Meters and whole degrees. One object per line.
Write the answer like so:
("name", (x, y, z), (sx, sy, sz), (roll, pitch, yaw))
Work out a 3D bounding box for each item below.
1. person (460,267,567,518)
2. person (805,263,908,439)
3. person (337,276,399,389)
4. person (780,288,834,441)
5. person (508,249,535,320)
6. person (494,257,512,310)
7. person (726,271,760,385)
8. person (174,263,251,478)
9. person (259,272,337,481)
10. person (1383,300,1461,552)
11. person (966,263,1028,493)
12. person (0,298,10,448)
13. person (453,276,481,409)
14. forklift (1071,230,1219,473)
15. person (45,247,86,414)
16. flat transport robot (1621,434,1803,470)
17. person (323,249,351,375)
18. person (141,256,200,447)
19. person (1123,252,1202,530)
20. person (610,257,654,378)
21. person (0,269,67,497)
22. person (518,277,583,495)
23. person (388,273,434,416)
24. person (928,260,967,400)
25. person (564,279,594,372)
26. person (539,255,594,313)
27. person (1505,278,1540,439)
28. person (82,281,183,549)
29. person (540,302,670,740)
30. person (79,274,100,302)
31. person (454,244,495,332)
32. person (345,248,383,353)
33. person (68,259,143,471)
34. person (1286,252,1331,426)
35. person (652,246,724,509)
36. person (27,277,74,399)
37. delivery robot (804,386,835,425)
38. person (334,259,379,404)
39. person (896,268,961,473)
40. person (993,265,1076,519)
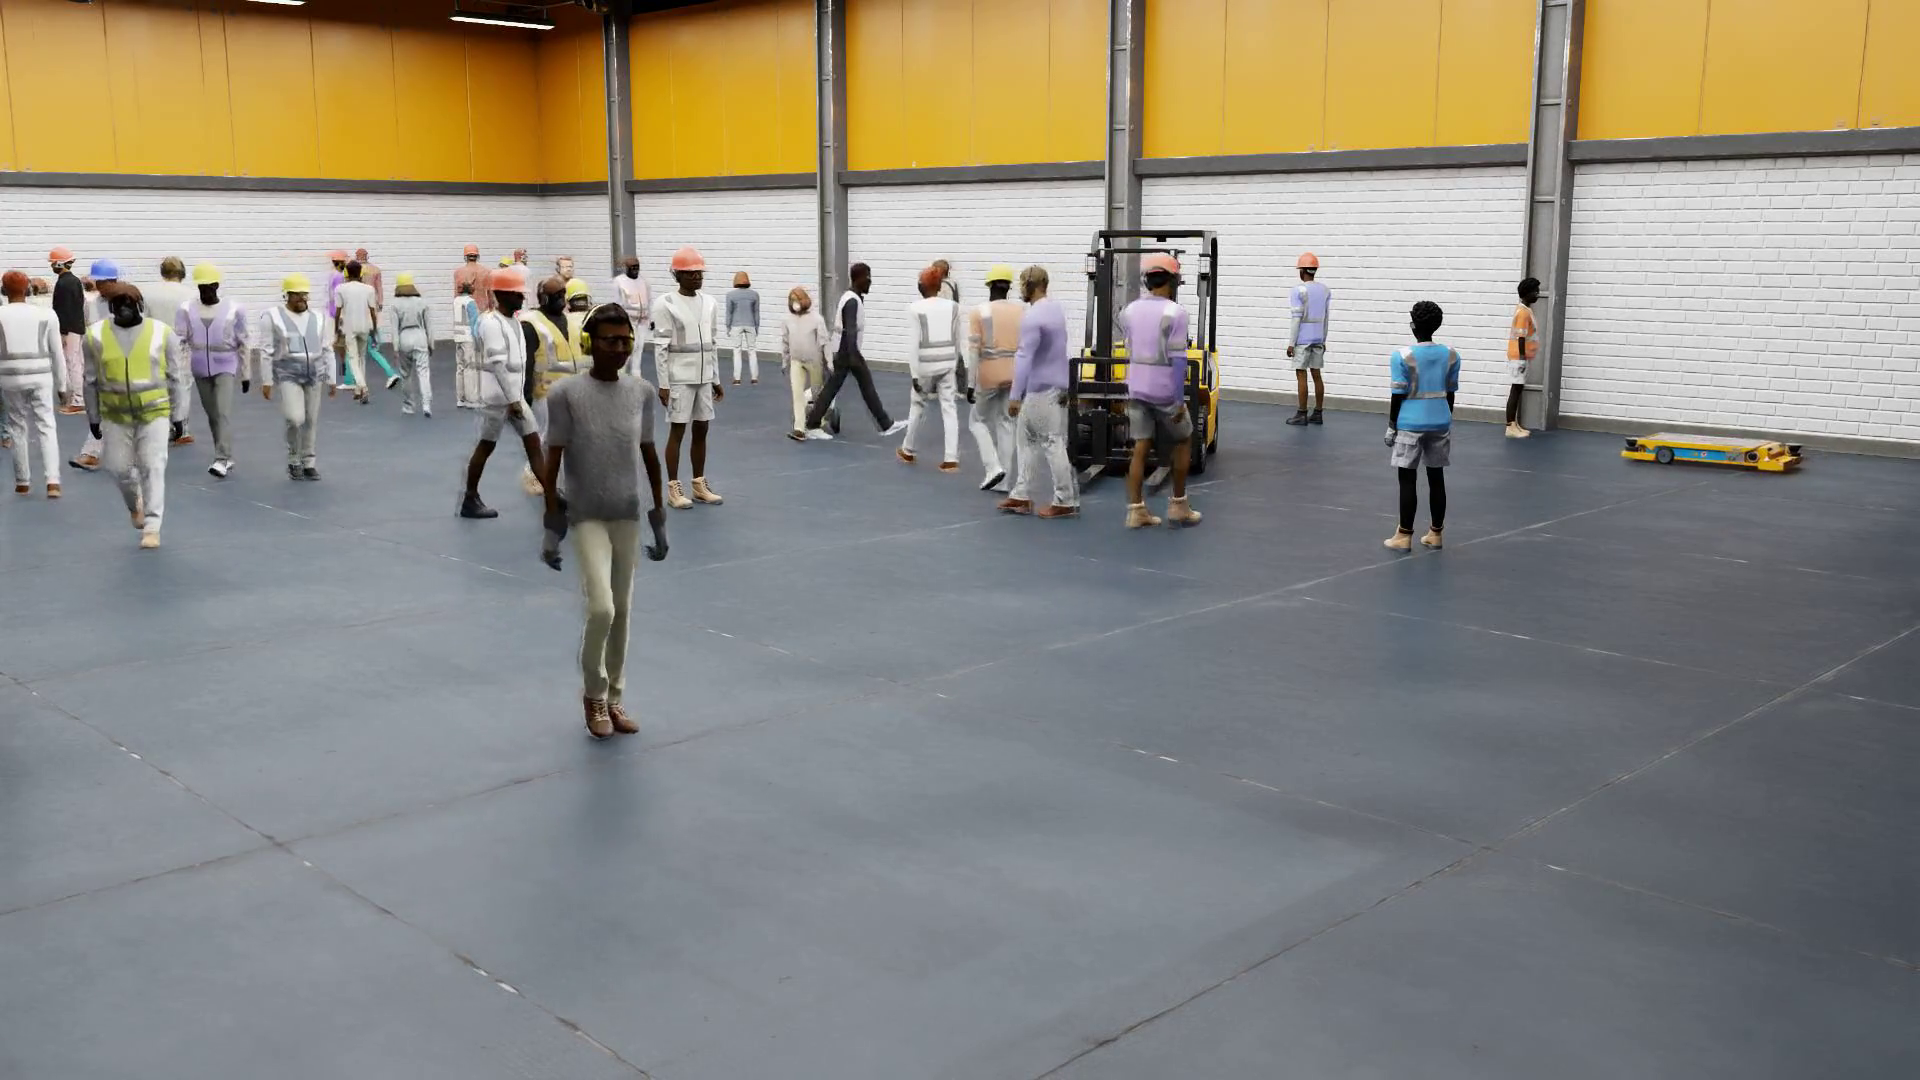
("person", (-3.346, -1.086, 12.477), (1.009, 1.881, 0.566), (2, 11, 13))
("person", (-1.115, -1.980, 17.508), (1.121, 1.838, 0.618), (0, 10, 0))
("person", (-8.231, -2.934, 22.992), (0.839, 1.732, 0.523), (2, 11, 12))
("person", (-1.590, -1.820, 17.300), (0.609, 1.571, 0.852), (2, 11, 12))
("person", (-7.434, -3.988, 28.263), (0.652, 1.904, 0.402), (8, 13, 37))
("person", (-7.793, -3.983, 28.649), (0.522, 1.759, 0.349), (5, 11, 24))
("person", (-3.100, -3.034, 23.826), (0.494, 1.624, 0.287), (-4, 11, -19))
("person", (-6.623, -1.489, 14.701), (0.610, 1.882, 0.976), (-1, 10, -6))
("person", (-5.704, -1.405, 14.406), (0.460, 1.815, 0.624), (10, 14, 43))
("person", (3.113, -0.762, 11.239), (0.535, 1.697, 0.318), (-4, 11, -19))
("person", (0.307, -1.332, 13.772), (0.612, 1.902, 0.424), (-5, 12, -27))
("person", (-9.718, -1.735, 16.732), (0.526, 1.619, 0.352), (-5, 12, -27))
("person", (-6.078, -2.436, 20.529), (0.311, 1.636, 0.523), (-9, 14, -41))
("forklift", (1.804, -1.825, 15.677), (1.214, 2.155, 2.313), (2, 11, 13))
("person", (-10.674, -2.501, 19.926), (0.400, 1.991, 0.640), (-2, 11, -12))
("flat transport robot", (7.021, -0.837, 15.538), (1.431, 0.197, 0.652), (9, 14, 40))
("person", (-9.442, -3.442, 25.239), (0.569, 1.921, 0.568), (-5, 11, -24))
("person", (-7.925, -1.911, 16.882), (0.664, 1.922, 0.486), (1, 10, 4))
("person", (1.498, -1.077, 12.129), (0.601, 2.005, 0.751), (10, 14, 44))
("person", (-4.674, -3.137, 23.857), (0.625, 1.824, 0.449), (-10, 14, -42))
("person", (-7.637, -1.273, 13.599), (0.587, 1.886, 0.524), (-6, 12, -31))
("person", (-3.308, -1.216, 13.441), (0.919, 1.807, 0.633), (6, 12, 28))
("person", (-6.488, -2.315, 19.732), (0.507, 1.688, 0.934), (-6, 12, -30))
("person", (-0.220, -2.720, 21.617), (0.611, 1.816, 0.634), (6, 12, 29))
("person", (-3.140, -1.253, 13.714), (0.583, 1.780, 0.907), (-4, 11, -23))
("person", (-4.699, -2.482, 20.094), (0.657, 1.887, 0.584), (-8, 13, -38))
("person", (5.937, -1.918, 17.563), (0.318, 1.691, 0.534), (4, 11, 19))
("person", (-5.695, -0.875, 11.506), (0.633, 1.823, 0.637), (-3, 11, -16))
("person", (-1.483, -0.068, 7.030), (0.560, 1.852, 0.493), (-9, 13, -39))
("person", (-11.617, -2.791, 22.532), (0.617, 1.614, 0.540), (2, 11, 13))
("person", (-7.585, -3.613, 25.970), (0.622, 1.993, 0.382), (-6, 12, -30))
("person", (-10.707, -4.286, 29.909), (0.641, 1.901, 0.404), (-4, 11, -20))
("person", (-7.739, -1.578, 15.123), (0.640, 1.905, 0.879), (2, 11, 11))
("person", (3.895, -2.255, 18.723), (0.549, 1.936, 0.376), (-6, 12, -30))
("person", (-2.103, -1.267, 13.045), (0.378, 2.042, 0.615), (9, 14, 41))
("person", (-11.800, -2.608, 21.582), (0.836, 1.601, 0.522), (0, 10, 2))
("delivery robot", (-1.551, -1.506, 18.154), (0.477, 0.478, 0.707), (0, 10, -1))
("person", (-7.698, -2.661, 21.210), (0.527, 1.839, 0.880), (-7, 12, -33))
("person", (-0.269, -1.559, 15.203), (0.591, 1.828, 0.989), (-5, 11, -25))
("person", (0.536, -1.111, 12.560), (0.822, 1.898, 0.764), (4, 11, 20))
